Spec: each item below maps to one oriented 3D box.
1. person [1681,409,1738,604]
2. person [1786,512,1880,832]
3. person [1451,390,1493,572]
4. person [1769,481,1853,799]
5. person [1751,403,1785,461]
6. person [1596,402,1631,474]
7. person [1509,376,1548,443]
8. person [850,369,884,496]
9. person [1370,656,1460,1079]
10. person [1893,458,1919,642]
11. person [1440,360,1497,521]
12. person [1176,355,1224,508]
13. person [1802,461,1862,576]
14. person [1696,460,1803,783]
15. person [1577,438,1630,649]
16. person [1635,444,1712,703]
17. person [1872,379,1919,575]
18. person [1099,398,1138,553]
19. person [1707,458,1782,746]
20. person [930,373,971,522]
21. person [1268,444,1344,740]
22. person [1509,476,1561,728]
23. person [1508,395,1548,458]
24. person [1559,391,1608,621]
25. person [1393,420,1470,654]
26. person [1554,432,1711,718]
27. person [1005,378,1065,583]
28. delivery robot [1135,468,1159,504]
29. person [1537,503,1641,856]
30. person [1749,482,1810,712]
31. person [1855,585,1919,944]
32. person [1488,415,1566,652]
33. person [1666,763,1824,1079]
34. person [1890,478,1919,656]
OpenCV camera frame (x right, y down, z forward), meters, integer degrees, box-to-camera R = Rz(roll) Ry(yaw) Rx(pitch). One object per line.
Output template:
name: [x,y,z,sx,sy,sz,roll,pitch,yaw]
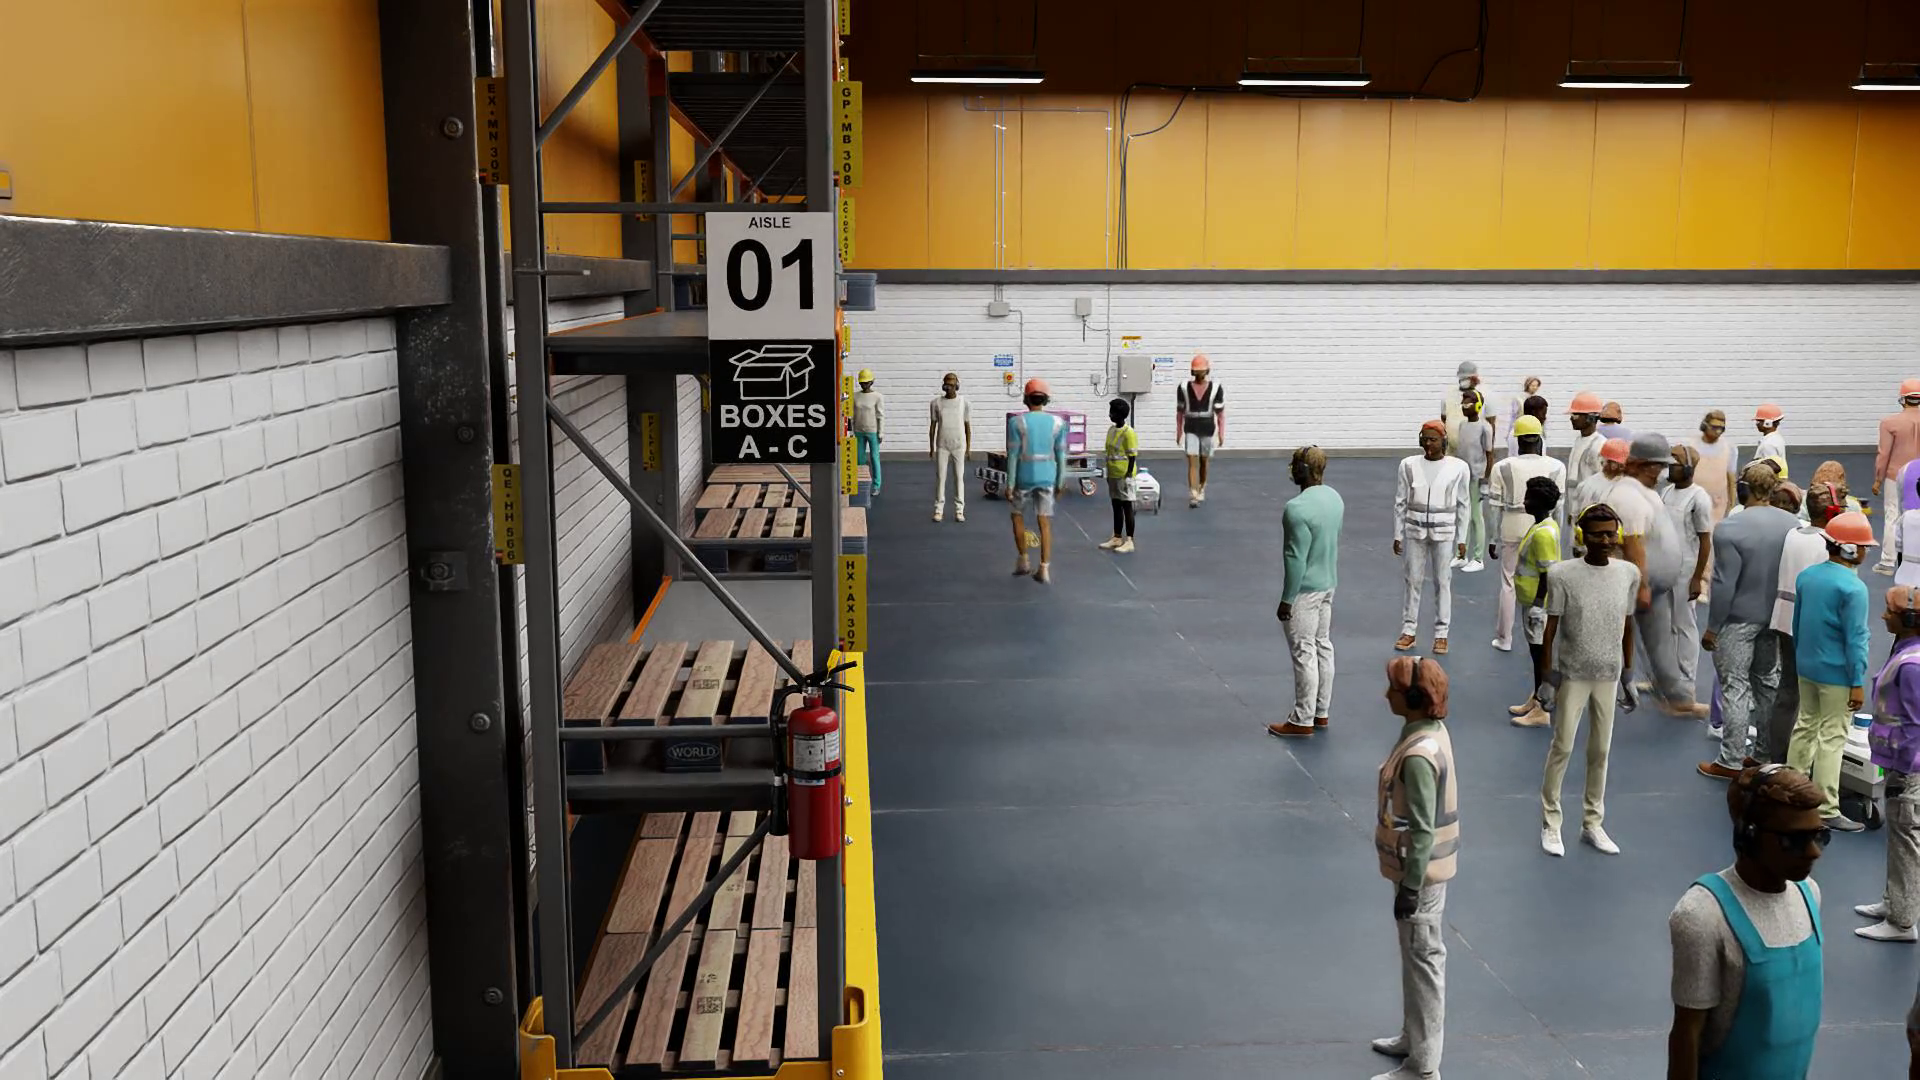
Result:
person: [6.858,-0.296,15.288,0.501,1.818,0.463,2,9,13]
person: [4.814,0.711,9.151,0.342,1.749,0.573,-1,9,-4]
person: [5.234,-0.607,17.060,0.334,1.873,0.521,-3,10,-21]
person: [4.956,0.576,9.703,0.388,1.847,0.563,-2,9,-10]
person: [8.098,-0.500,16.754,0.342,1.748,0.573,5,10,29]
person: [7.240,-0.732,18.616,0.270,1.630,0.497,-8,12,-42]
person: [7.948,-1.471,23.239,0.536,1.623,0.360,-1,9,-4]
person: [-1.287,-1.477,22.885,0.524,1.761,0.338,4,10,24]
person: [1.699,1.236,6.210,0.314,1.640,0.516,3,10,18]
person: [7.678,0.035,13.150,0.429,1.837,0.626,-2,9,-15]
person: [6.311,-1.263,20.649,0.699,2.000,0.811,7,11,36]
person: [3.175,-1.449,21.988,0.626,1.995,1.038,1,9,7]
person: [6.564,0.210,12.669,0.504,1.632,0.270,7,11,37]
person: [4.715,0.492,9.945,0.635,1.938,0.354,-3,10,-20]
person: [5.244,0.035,13.435,0.575,1.741,0.355,-3,10,-20]
person: [5.103,0.235,11.850,0.331,1.844,0.520,-2,9,-12]
person: [9.565,-0.631,16.820,0.610,1.996,0.379,1,9,7]
person: [1.758,-0.707,18.221,0.322,1.699,0.536,-4,10,-22]
person: [5.117,0.392,10.808,0.313,1.864,0.530,9,13,44]
person: [-0.118,-1.137,20.466,0.513,1.844,0.328,0,9,-1]
person: [2.277,0.337,10.923,0.368,1.939,0.632,7,11,36]
person: [3.884,0.413,11.198,0.316,1.695,0.542,3,9,17]
person: [5.322,-0.406,15.669,0.392,1.914,0.587,-1,9,-4]
person: [5.354,-0.254,14.300,0.393,2.044,0.609,1,9,4]
person: [3.782,-0.028,13.384,0.587,1.882,0.341,5,10,26]
person: [4.621,0.202,11.447,1.093,2.000,0.675,7,11,36]
person: [0.730,-0.596,16.520,0.642,2.016,0.678,-3,9,-17]
delivery robot: [2.350,-0.680,21.332,0.477,0.478,0.707,0,9,0]
person: [3.292,0.726,8.696,0.532,1.869,0.311,-1,9,-4]
person: [5.579,0.416,11.361,0.514,1.640,0.308,7,11,38]
person: [4.303,1.015,7.597,0.309,1.639,0.522,5,10,29]
person: [4.541,-0.045,13.388,0.586,1.919,0.394,1,9,9]
person: [1.974,1.452,4.212,0.508,1.844,0.336,-5,11,-31]
person: [6.723,0.351,11.591,0.318,1.697,0.535,-1,9,-8]
